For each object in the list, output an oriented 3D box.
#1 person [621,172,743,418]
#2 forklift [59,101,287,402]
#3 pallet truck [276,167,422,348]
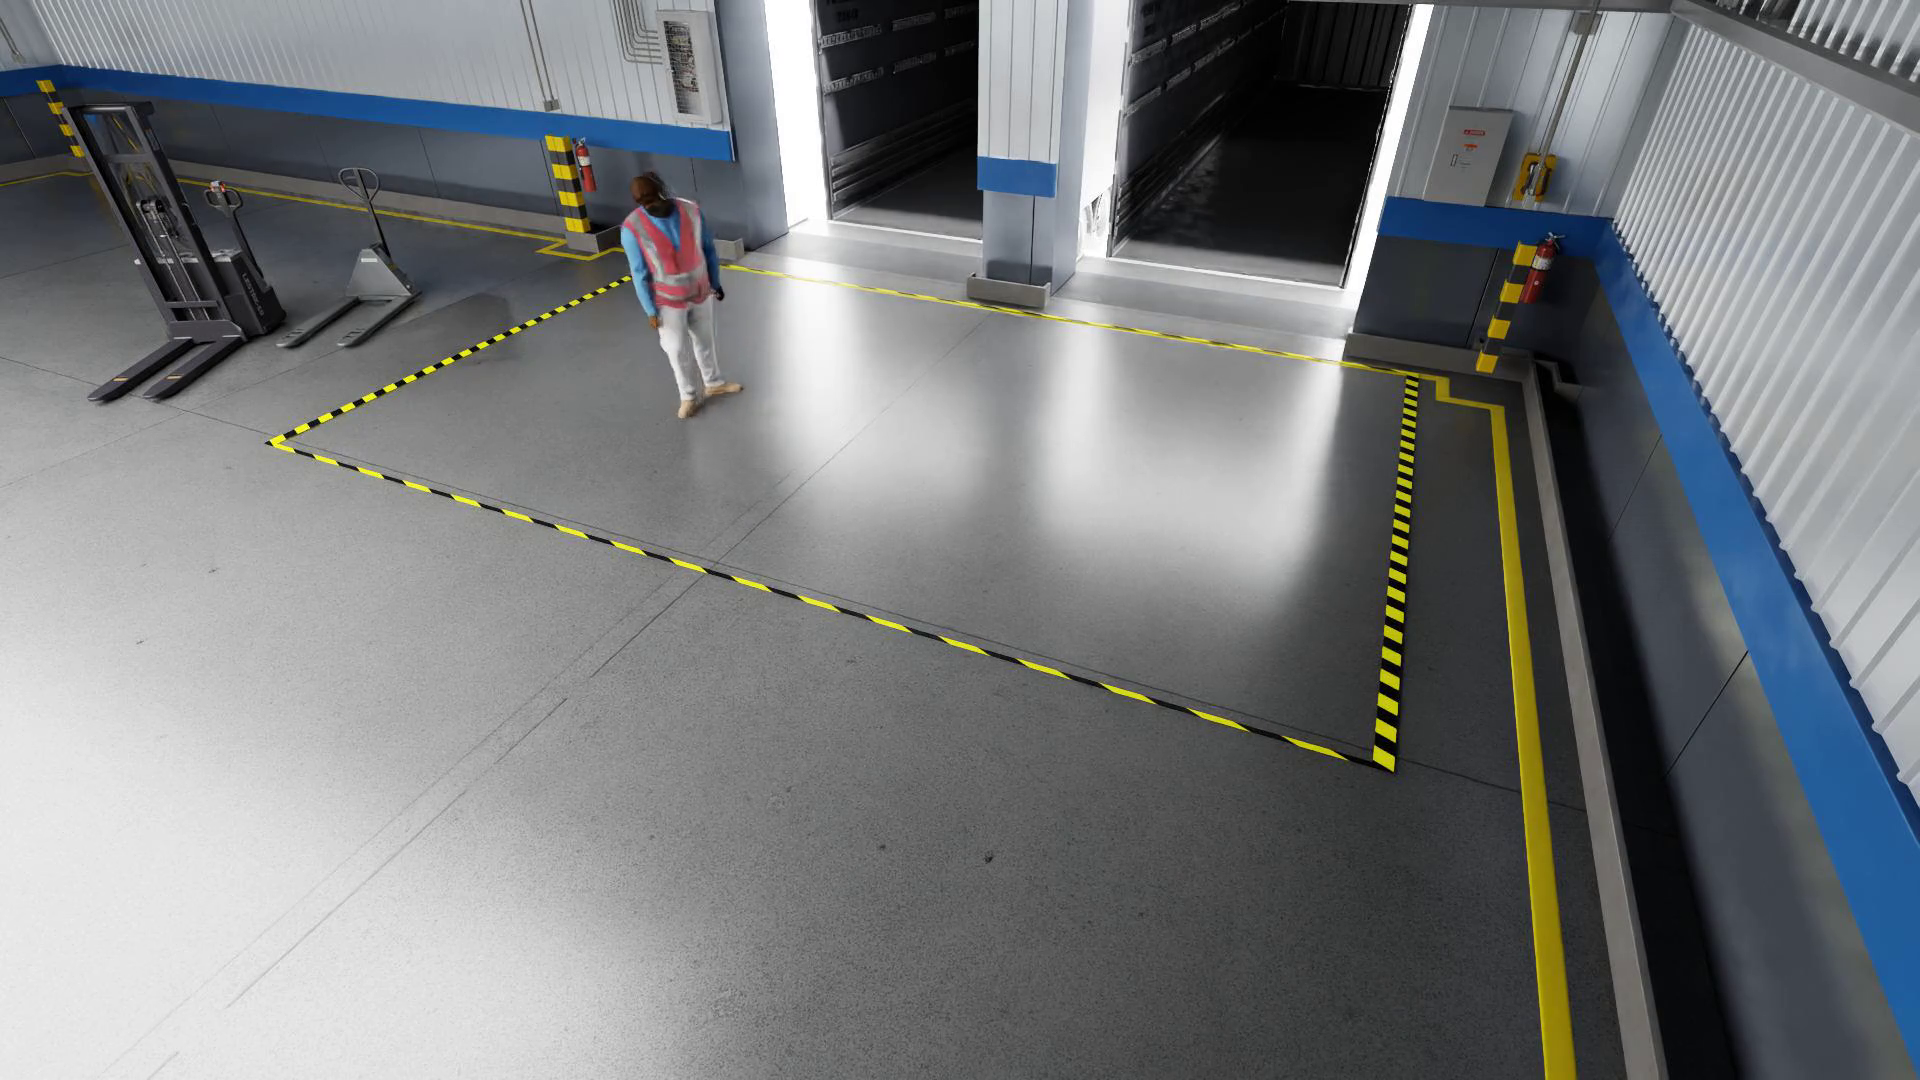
[{"bbox_3d":[-2.018,-1.790,6.756,0.732,1.802,0.435,-27,43,-33],"label":"person"},{"bbox_3d":[-6.686,-2.387,7.434,0.823,1.965,1.885,-3,35,-5],"label":"forklift"},{"bbox_3d":[-5.732,-2.611,8.414,0.680,1.201,1.601,-1,35,-1],"label":"pallet truck"}]
